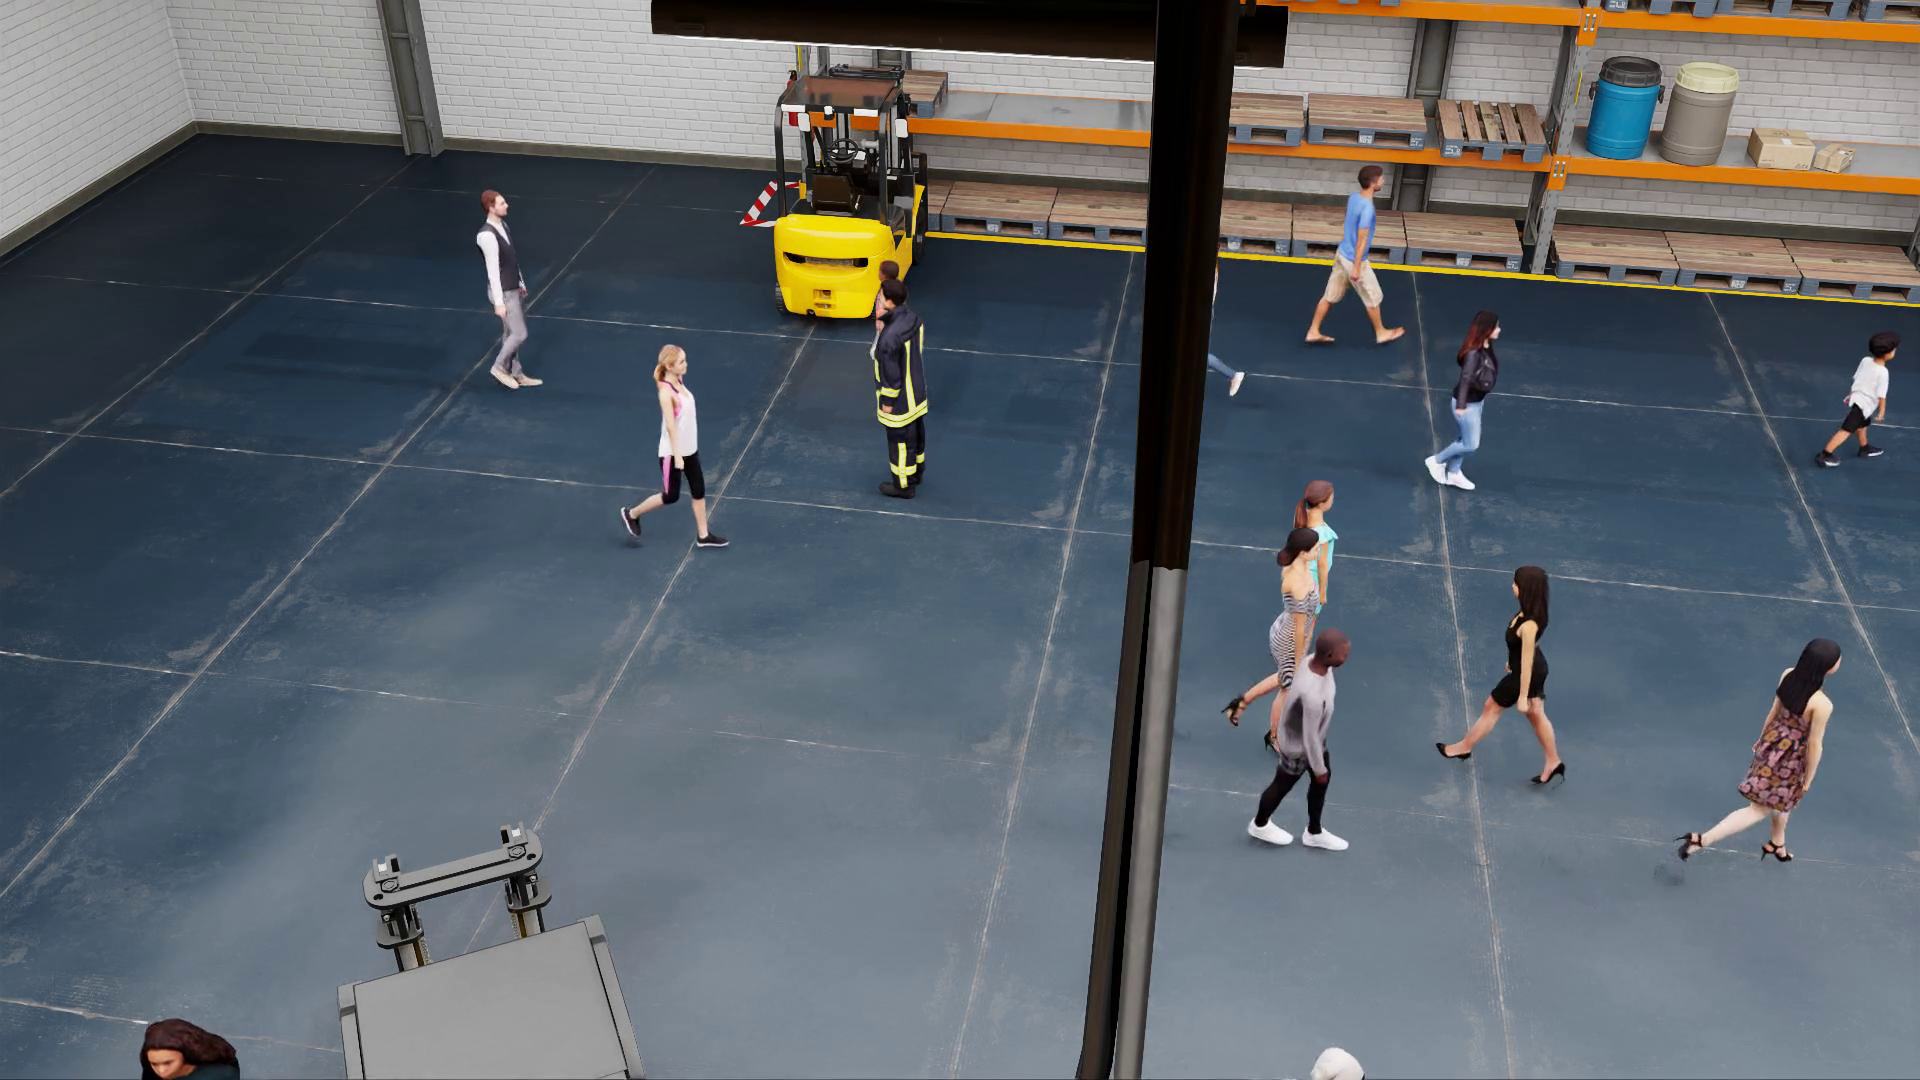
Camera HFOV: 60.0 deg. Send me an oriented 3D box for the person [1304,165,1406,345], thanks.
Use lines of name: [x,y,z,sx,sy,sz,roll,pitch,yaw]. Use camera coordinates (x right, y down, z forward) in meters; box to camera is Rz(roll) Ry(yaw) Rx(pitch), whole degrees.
person: [3.669,-2.662,15.858,1.277,1.814,0.905,-5,34,-7]

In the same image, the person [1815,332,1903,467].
person: [7.636,-1.171,14.144,0.945,1.228,0.683,-5,34,-7]

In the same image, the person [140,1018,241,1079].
person: [-3.511,2.776,7.868,0.658,1.603,0.736,-3,34,-5]

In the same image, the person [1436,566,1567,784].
person: [3.705,0.924,10.652,1.130,1.604,0.805,11,35,17]

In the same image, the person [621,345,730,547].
person: [-2.284,-0.691,12.936,1.064,1.767,0.611,6,34,8]

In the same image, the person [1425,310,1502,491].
person: [4.142,-1.154,13.762,0.772,1.624,0.754,18,38,25]

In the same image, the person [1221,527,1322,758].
person: [2.048,0.687,10.825,0.740,1.809,0.607,6,34,9]

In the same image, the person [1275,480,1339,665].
person: [2.442,0.257,11.699,0.671,1.558,0.635,-14,36,-20]

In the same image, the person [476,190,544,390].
person: [-4.232,-2.267,15.160,0.731,1.930,0.730,1,34,1]

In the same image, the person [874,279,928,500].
person: [-0.480,-1.244,13.624,0.726,1.926,0.831,11,35,16]

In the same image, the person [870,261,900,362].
person: [-0.598,-1.920,15.203,0.614,1.303,0.582,19,38,26]

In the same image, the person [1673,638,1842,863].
person: [4.824,1.336,9.901,1.189,1.750,0.872,-5,34,-8]

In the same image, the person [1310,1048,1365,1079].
person: [1.530,2.883,7.684,0.867,1.628,0.771,26,42,34]

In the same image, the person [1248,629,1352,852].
person: [1.974,1.209,10.097,0.913,1.745,0.738,11,35,15]
